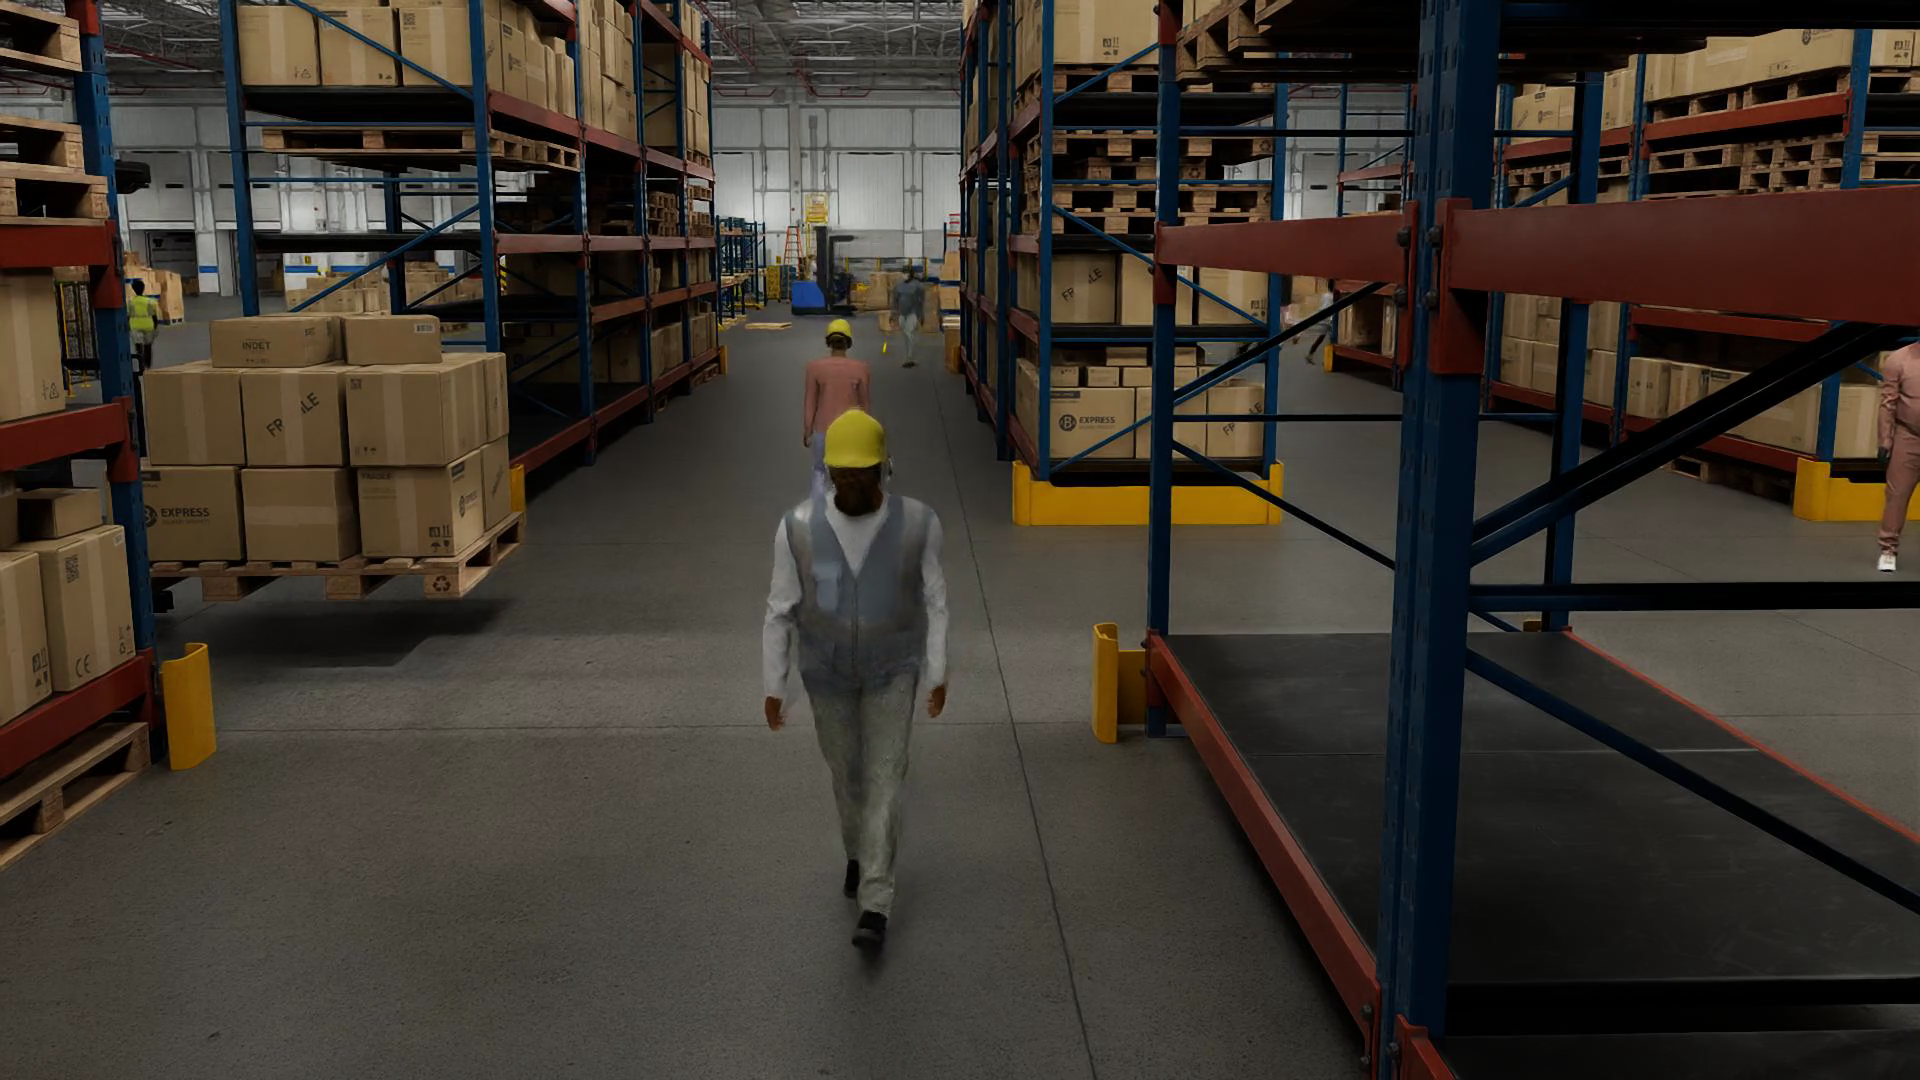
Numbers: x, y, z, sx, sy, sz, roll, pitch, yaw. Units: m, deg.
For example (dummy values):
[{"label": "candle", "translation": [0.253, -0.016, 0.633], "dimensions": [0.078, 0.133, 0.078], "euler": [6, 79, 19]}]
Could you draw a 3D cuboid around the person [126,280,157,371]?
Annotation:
[{"label": "person", "translation": [-14.428, -3.738, 29.336], "dimensions": [0.531, 1.676, 0.726], "euler": [-5, 12, -28]}]

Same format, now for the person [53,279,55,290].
[{"label": "person", "translation": [-20.519, -5.291, 37.140], "dimensions": [0.362, 1.963, 0.613], "euler": [9, 13, 40]}]

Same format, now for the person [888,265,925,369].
[{"label": "person", "translation": [-1.025, -4.132, 30.863], "dimensions": [0.655, 1.907, 0.858], "euler": [7, 12, 34]}]

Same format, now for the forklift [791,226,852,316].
[{"label": "forklift", "translation": [-4.345, -8.429, 52.078], "dimensions": [1.873, 2.768, 1.129], "euler": [0, 10, -2]}]

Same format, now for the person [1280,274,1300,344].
[{"label": "person", "translation": [7.309, -5.355, 37.513], "dimensions": [0.851, 1.964, 0.611], "euler": [-8, 13, -39]}]

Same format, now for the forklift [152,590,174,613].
[{"label": "forklift", "translation": [-5.858, -0.811, 9.639], "dimensions": [1.873, 2.768, 1.129], "euler": [-1, 10, -3]}]

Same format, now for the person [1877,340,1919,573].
[{"label": "person", "translation": [6.830, -0.694, 11.732], "dimensions": [0.648, 1.898, 0.396], "euler": [4, 11, 22]}]

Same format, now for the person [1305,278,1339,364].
[{"label": "person", "translation": [7.029, -4.181, 31.817], "dimensions": [0.853, 1.659, 0.524], "euler": [-5, 11, -28]}]

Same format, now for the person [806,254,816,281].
[{"label": "person", "translation": [-5.457, -9.676, 61.770], "dimensions": [0.572, 1.897, 0.697], "euler": [-1, 10, -8]}]

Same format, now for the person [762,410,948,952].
[{"label": "person", "translation": [-0.361, 0.455, 5.639], "dimensions": [0.621, 1.778, 0.941], "euler": [1, 10, 3]}]

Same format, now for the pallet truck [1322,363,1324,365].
[{"label": "pallet truck", "translation": [7.712, -4.157, 30.737], "dimensions": [1.885, 1.965, 0.823], "euler": [3, 11, 16]}]

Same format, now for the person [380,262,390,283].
[{"label": "person", "translation": [-15.734, -6.896, 45.878], "dimensions": [0.604, 2.000, 0.873], "euler": [-1, 10, -5]}]

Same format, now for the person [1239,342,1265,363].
[{"label": "person", "translation": [5.796, -4.344, 32.061], "dimensions": [0.625, 1.894, 0.633], "euler": [-2, 10, -14]}]

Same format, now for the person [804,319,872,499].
[{"label": "person", "translation": [-0.965, -0.877, 13.197], "dimensions": [0.540, 1.735, 0.474], "euler": [-1, 10, -4]}]

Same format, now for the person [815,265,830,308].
[{"label": "person", "translation": [-4.890, -9.221, 59.551], "dimensions": [0.633, 1.801, 0.987], "euler": [-8, 13, -39]}]

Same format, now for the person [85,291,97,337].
[{"label": "person", "translation": [-14.552, -3.672, 28.346], "dimensions": [0.651, 1.889, 0.650], "euler": [6, 12, 32]}]
